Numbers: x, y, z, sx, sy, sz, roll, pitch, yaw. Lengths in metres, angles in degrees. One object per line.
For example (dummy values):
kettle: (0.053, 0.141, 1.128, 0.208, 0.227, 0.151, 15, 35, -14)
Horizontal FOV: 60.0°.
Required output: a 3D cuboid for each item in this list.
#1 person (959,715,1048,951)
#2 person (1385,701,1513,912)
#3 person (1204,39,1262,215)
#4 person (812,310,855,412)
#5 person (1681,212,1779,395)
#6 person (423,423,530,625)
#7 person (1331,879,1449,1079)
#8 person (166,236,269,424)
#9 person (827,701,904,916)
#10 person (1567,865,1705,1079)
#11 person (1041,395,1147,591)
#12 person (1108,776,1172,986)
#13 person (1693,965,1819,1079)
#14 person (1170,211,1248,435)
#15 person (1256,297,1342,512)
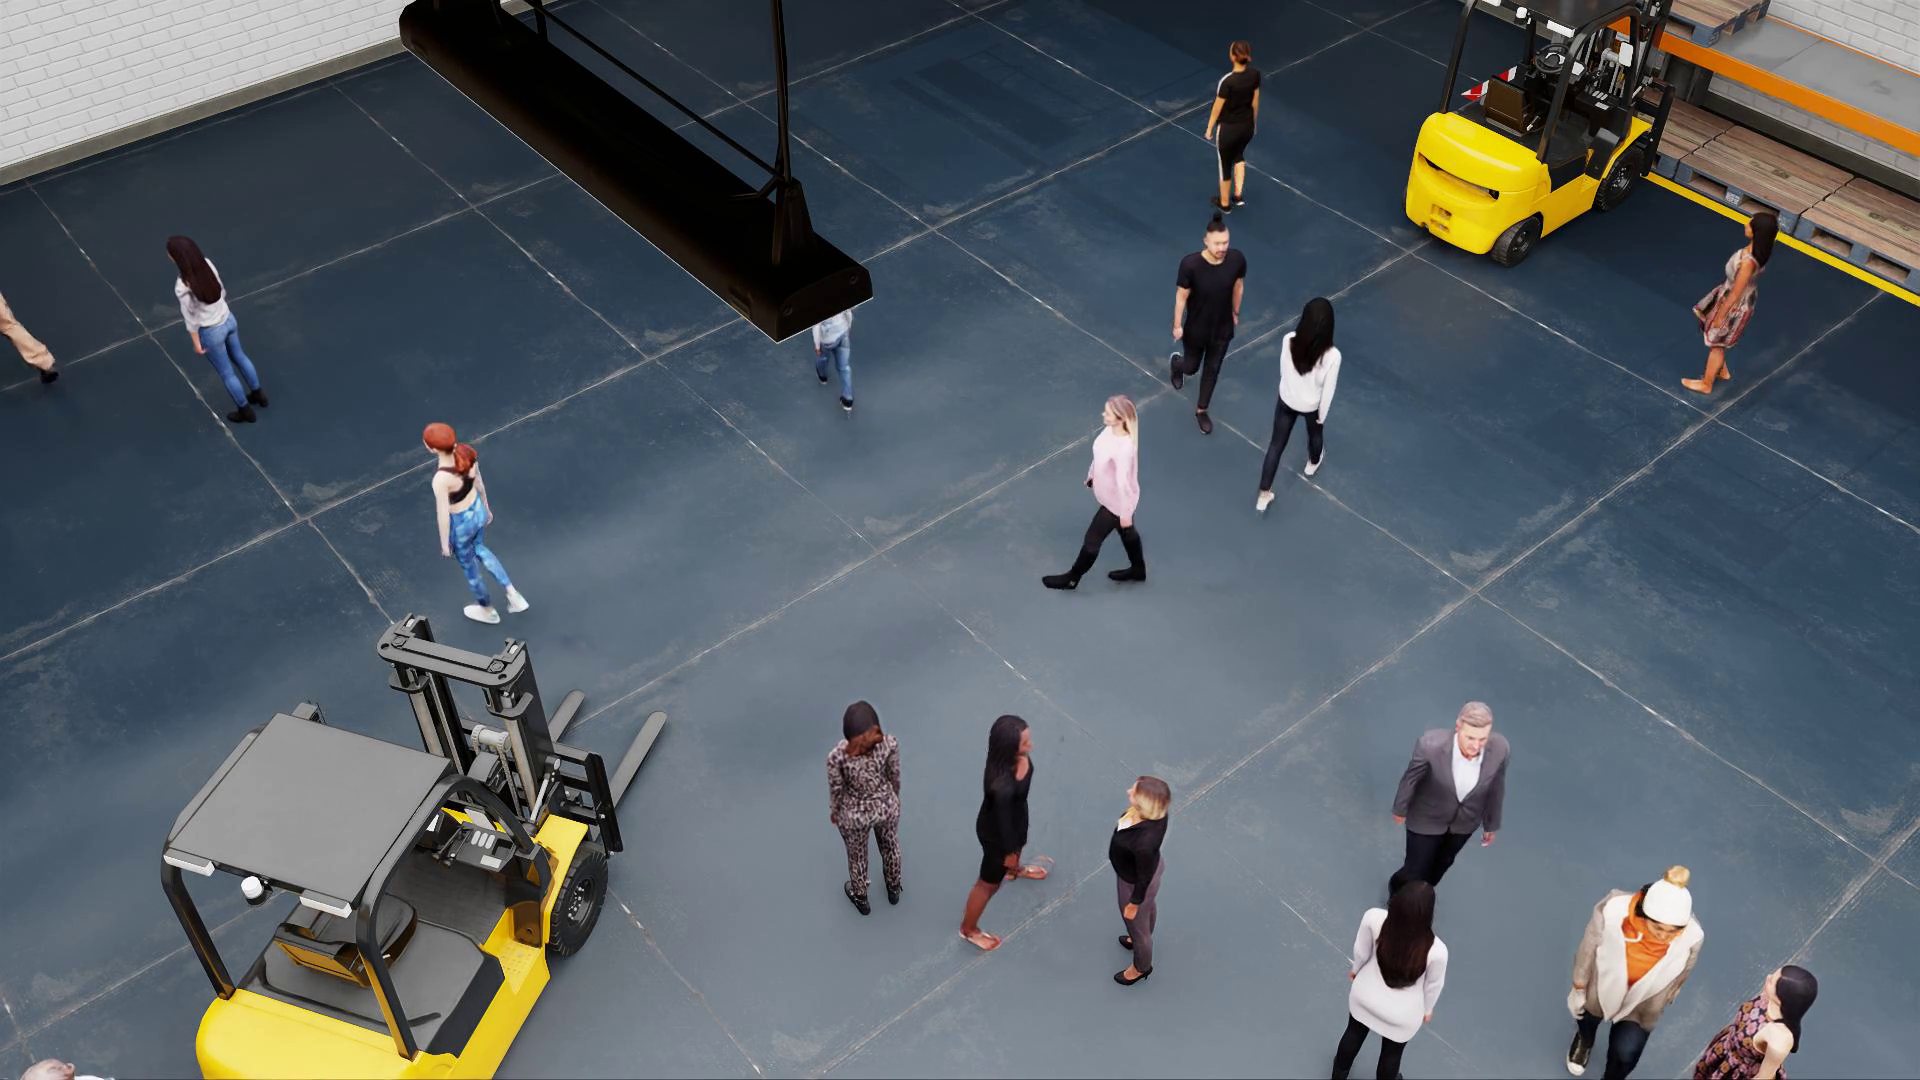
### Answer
person: (0.259, 1.547, 9.193, 0.925, 1.706, 0.899, 9, 44, 9)
person: (2.671, 1.454, 9.206, 0.840, 1.823, 0.867, -2, 44, -2)
person: (2.456, -3.592, 14.621, 0.662, 1.660, 0.642, -18, 47, -18)
person: (-0.964, -1.557, 12.794, 0.689, 1.234, 0.945, -14, 45, -15)
person: (6.002, -1.772, 12.725, 0.780, 1.640, 0.748, 24, 49, 23)
person: (-3.140, -0.059, 10.827, 0.867, 1.779, 0.761, 17, 46, 17)
person: (2.140, 2.285, 8.346, 0.556, 1.808, 0.721, 25, 49, 24)
person: (-5.601, -1.597, 12.549, 0.695, 1.630, 0.669, 10, 45, 10)
person: (-0.515, 1.493, 9.246, 0.655, 1.713, 0.671, -14, 45, -14)
person: (3.396, 2.135, 8.451, 0.855, 1.879, 0.915, 19, 47, 19)
person: (1.144, -0.290, 11.159, 1.031, 1.655, 1.017, -1, 44, -1)
person: (0.977, 1.828, 8.925, 0.725, 1.670, 0.690, 9, 44, 9)
person: (3.776, 2.577, 8.063, 0.836, 1.774, 0.796, 13, 45, 13)
person: (1.840, -1.700, 12.500, 0.942, 1.847, 1.077, -8, 44, -8)
person: (2.378, -0.932, 11.831, 1.084, 1.659, 0.943, 21, 47, 20)
